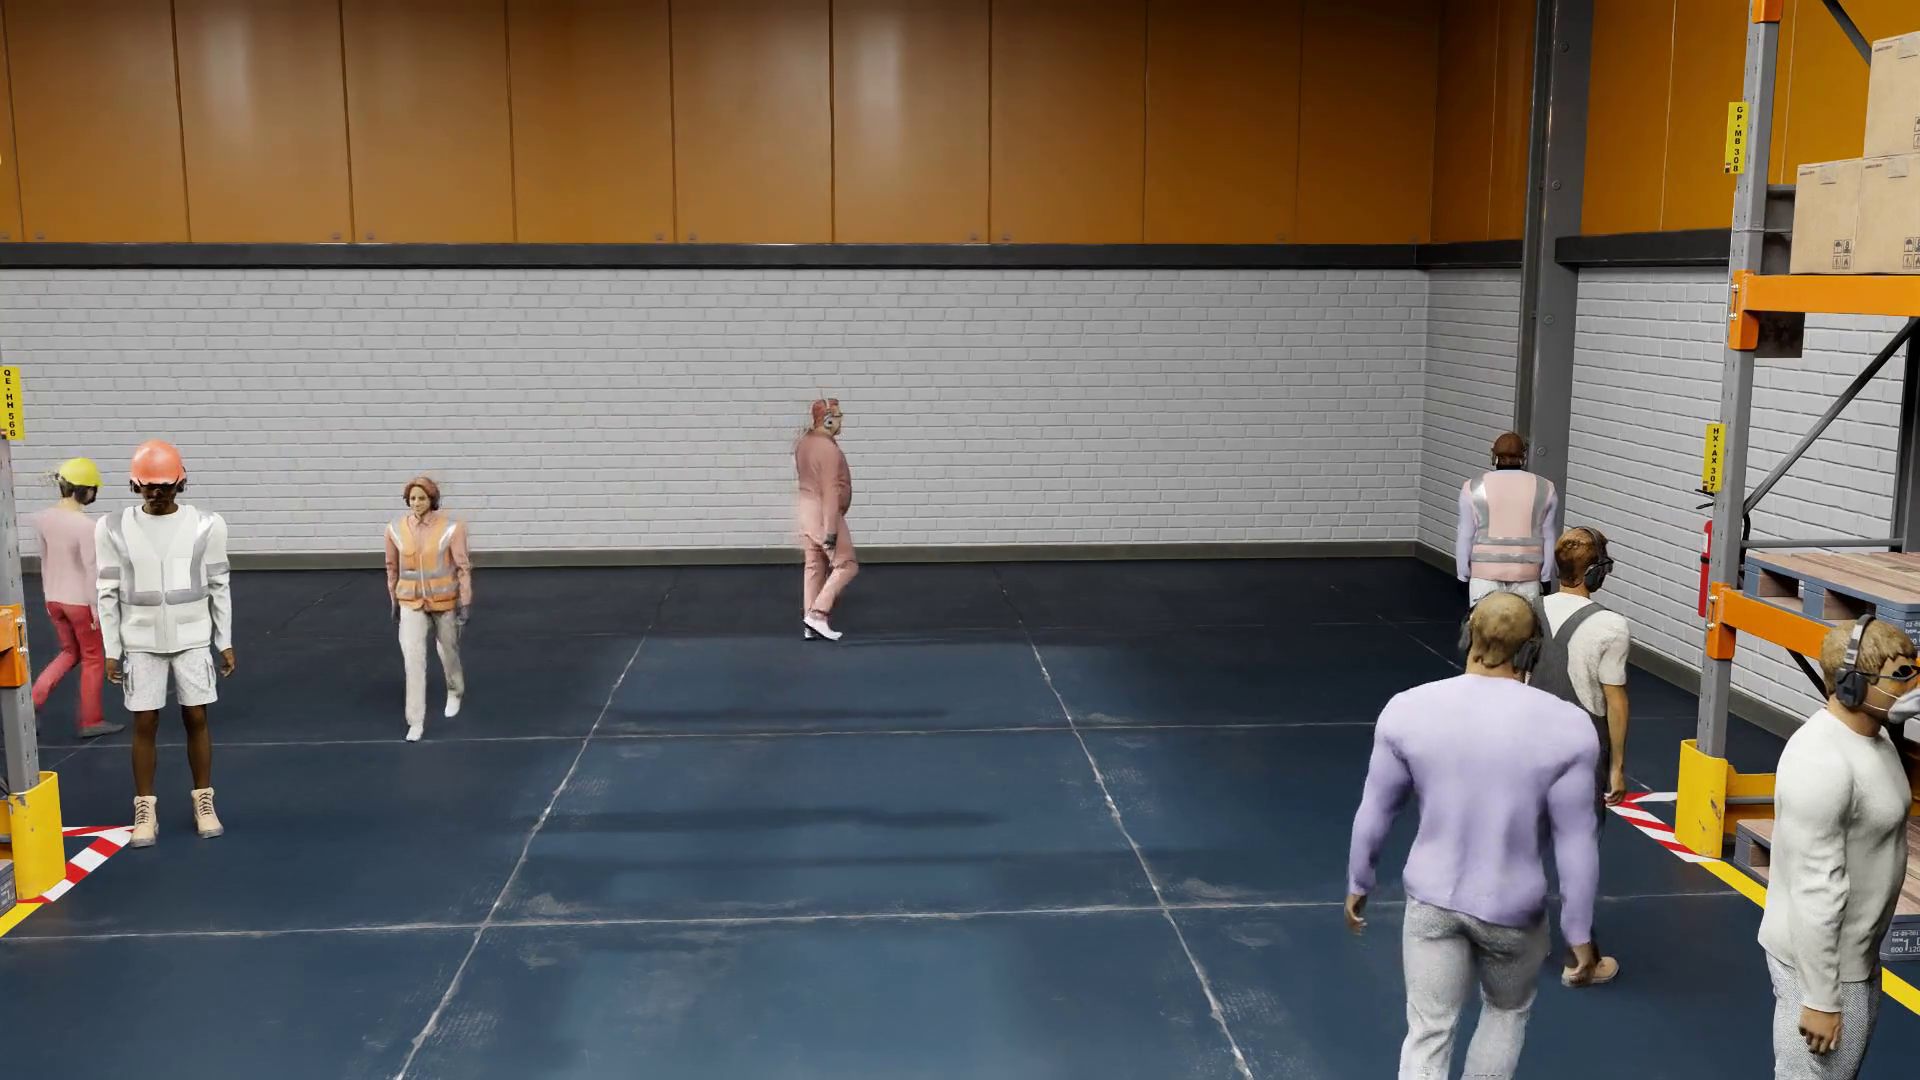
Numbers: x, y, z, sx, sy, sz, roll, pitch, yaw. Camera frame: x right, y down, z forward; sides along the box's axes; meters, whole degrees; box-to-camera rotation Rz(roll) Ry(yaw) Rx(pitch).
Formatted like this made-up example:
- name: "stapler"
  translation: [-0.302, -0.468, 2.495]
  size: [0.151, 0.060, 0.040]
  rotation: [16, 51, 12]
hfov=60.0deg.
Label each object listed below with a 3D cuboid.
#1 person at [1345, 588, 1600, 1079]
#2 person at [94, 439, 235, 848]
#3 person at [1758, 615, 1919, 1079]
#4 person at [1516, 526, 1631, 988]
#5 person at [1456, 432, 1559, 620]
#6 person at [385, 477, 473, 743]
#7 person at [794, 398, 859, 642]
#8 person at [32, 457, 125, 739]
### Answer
- name: "person"
  translation: [1.522, 1.090, 5.005]
  size: [0.756, 1.908, 0.609]
  rotation: [4, 10, 24]
- name: "person"
  translation: [-3.943, 0.509, 8.288]
  size: [0.605, 2.033, 0.401]
  rotation: [-4, 10, -25]
- name: "person"
  translation: [2.386, 1.154, 4.535]
  size: [0.372, 1.940, 0.630]
  rotation: [7, 11, 35]
- name: "person"
  translation: [2.435, 0.859, 6.677]
  size: [0.339, 1.845, 0.507]
  rotation: [-7, 12, -38]
- name: "person"
  translation: [3.493, 0.227, 10.676]
  size: [0.622, 1.838, 0.429]
  rotation: [2, 9, 11]
- name: "person"
  translation: [-3.305, 0.388, 10.406]
  size: [0.528, 1.599, 0.844]
  rotation: [-1, 9, -6]
- name: "person"
  translation: [-1.029, -0.147, 12.826]
  size: [0.421, 1.897, 0.639]
  rotation: [-5, 10, -29]
- name: "person"
  translation: [-5.376, 0.375, 10.017]
  size: [0.537, 1.739, 0.521]
  rotation: [4, 10, 26]
